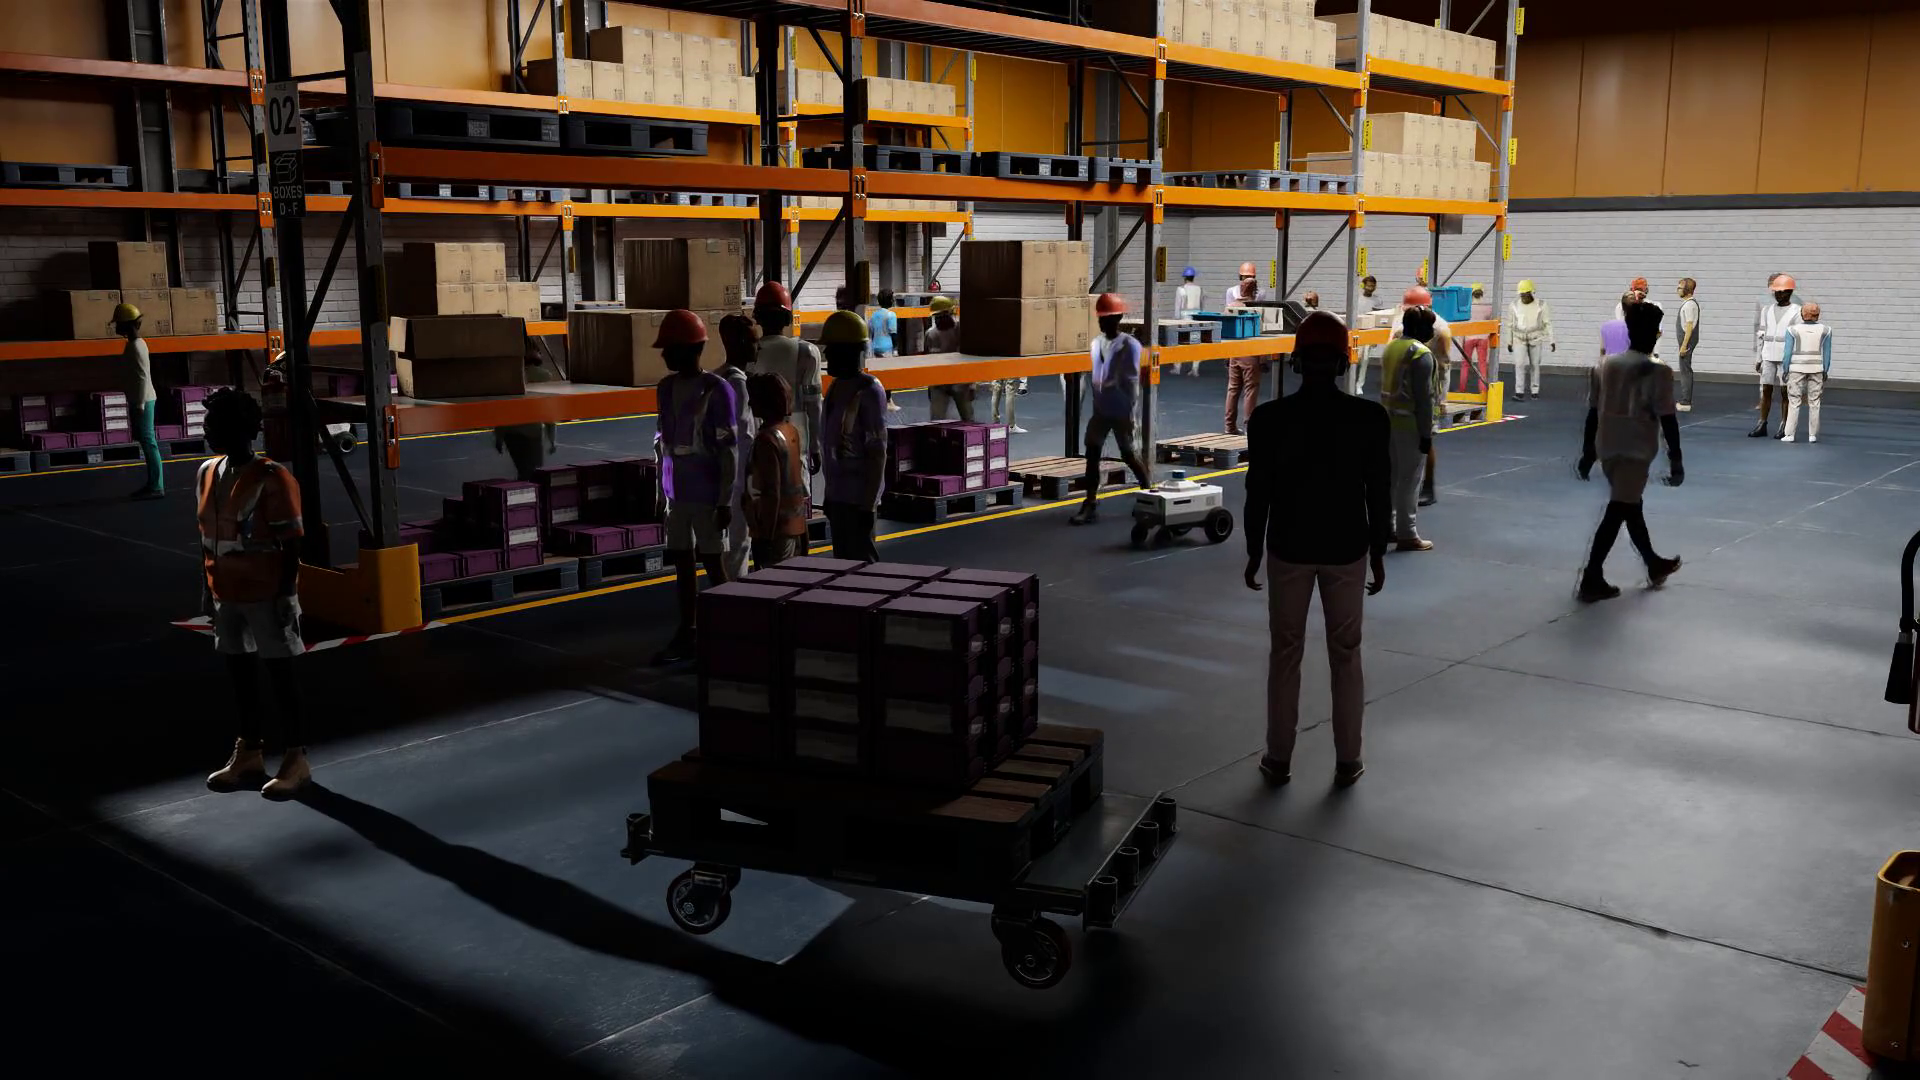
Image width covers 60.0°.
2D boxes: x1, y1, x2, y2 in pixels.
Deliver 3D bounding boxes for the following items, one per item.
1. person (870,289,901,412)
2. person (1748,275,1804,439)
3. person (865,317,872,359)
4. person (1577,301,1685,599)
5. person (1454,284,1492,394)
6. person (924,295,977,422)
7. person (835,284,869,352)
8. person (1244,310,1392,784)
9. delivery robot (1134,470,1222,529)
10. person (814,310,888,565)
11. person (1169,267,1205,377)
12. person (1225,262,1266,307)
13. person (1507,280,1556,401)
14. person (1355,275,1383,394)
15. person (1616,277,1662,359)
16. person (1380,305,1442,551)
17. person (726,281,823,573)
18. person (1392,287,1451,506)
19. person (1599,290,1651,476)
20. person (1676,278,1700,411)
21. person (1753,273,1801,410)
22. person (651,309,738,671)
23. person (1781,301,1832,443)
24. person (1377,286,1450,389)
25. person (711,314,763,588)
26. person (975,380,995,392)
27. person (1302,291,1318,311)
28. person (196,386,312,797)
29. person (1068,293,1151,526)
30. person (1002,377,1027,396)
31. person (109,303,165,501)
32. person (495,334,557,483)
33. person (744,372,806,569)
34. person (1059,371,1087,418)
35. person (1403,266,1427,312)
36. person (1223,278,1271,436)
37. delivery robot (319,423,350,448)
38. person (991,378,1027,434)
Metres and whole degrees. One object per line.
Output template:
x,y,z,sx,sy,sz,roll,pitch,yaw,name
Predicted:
-1.042,-2.628,23.047,0.320,1.695,0.538,-8,13,-39,person
9.695,-2.159,19.693,0.375,1.939,0.546,-8,13,-38,person
-1.436,-2.406,21.764,0.503,1.690,0.916,10,14,44,person
4.431,-0.582,10.802,1.032,1.897,0.646,-4,11,-23,person
7.811,-3.014,25.214,0.548,1.713,0.760,0,10,1,person
-0.058,-1.609,17.022,0.612,1.794,0.772,3,11,18,person
-1.142,-1.790,17.743,0.571,1.883,0.676,-4,11,-23,person
1.498,0.041,7.001,0.609,1.996,0.379,1,10,8,person
1.672,-0.293,12.734,0.707,0.478,0.477,-7,12,-36,delivery robot
-0.590,-0.260,8.908,0.365,1.928,0.585,-5,11,-28,person
4.004,-3.857,29.409,0.640,1.912,0.801,-4,11,-24,person
4.317,-3.166,25.133,0.615,2.038,0.395,0,10,-2,person
8.419,-2.928,24.529,0.705,1.772,0.870,4,11,23,person
6.226,-3.149,25.629,0.525,1.839,0.493,0,10,2,person
8.737,-2.448,21.484,0.572,1.887,0.354,2,10,14,person
3.382,-0.841,12.505,0.430,1.834,0.625,-2,10,-12,person
-1.173,-0.609,10.565,0.605,2.044,0.377,-2,10,-12,person
4.024,-1.249,14.612,0.571,1.915,0.501,10,14,44,person
6.550,-1.534,16.412,0.397,1.840,0.564,-6,12,-31,person
10.069,-2.708,23.084,0.325,1.843,0.517,5,11,27,person
11.427,-2.772,23.243,0.587,1.915,0.662,-8,13,-39,person
-1.437,-0.257,8.870,0.550,1.933,0.374,7,12,36,person
9.804,-1.937,19.283,0.514,1.639,0.296,2,10,12,person
4.752,-1.724,17.458,0.962,1.861,0.646,-8,13,-38,person
-1.278,-0.342,9.502,0.338,1.882,0.582,-4,11,-20,person
0.418,-3.289,26.126,0.635,1.937,0.352,4,11,23,person
5.026,-2.745,23.878,0.310,1.638,0.523,4,11,23,person
-2.927,0.214,6.861,0.538,1.698,0.320,5,11,26,person
1.309,-1.087,13.703,0.943,1.904,0.555,-9,14,-43,person
0.822,-3.121,25.509,0.404,1.825,0.592,-9,13,-41,person
-7.392,-1.235,14.927,0.329,1.765,0.533,-5,11,-27,person
-3.412,-0.795,12.896,0.516,1.600,0.694,3,10,15,person
-0.931,-0.028,8.407,0.311,1.638,0.523,1,10,7,person
1.536,-2.578,22.126,0.650,1.917,0.524,0,10,-1,person
7.194,-3.282,25.945,0.619,1.984,0.401,-1,10,-7,person
3.460,-2.195,20.029,0.401,1.900,0.650,-8,13,-38,person
-6.944,-1.194,17.867,0.477,0.478,0.707,9,13,42,delivery robot
0.570,-2.223,20.253,0.513,1.872,0.328,10,14,44,person
